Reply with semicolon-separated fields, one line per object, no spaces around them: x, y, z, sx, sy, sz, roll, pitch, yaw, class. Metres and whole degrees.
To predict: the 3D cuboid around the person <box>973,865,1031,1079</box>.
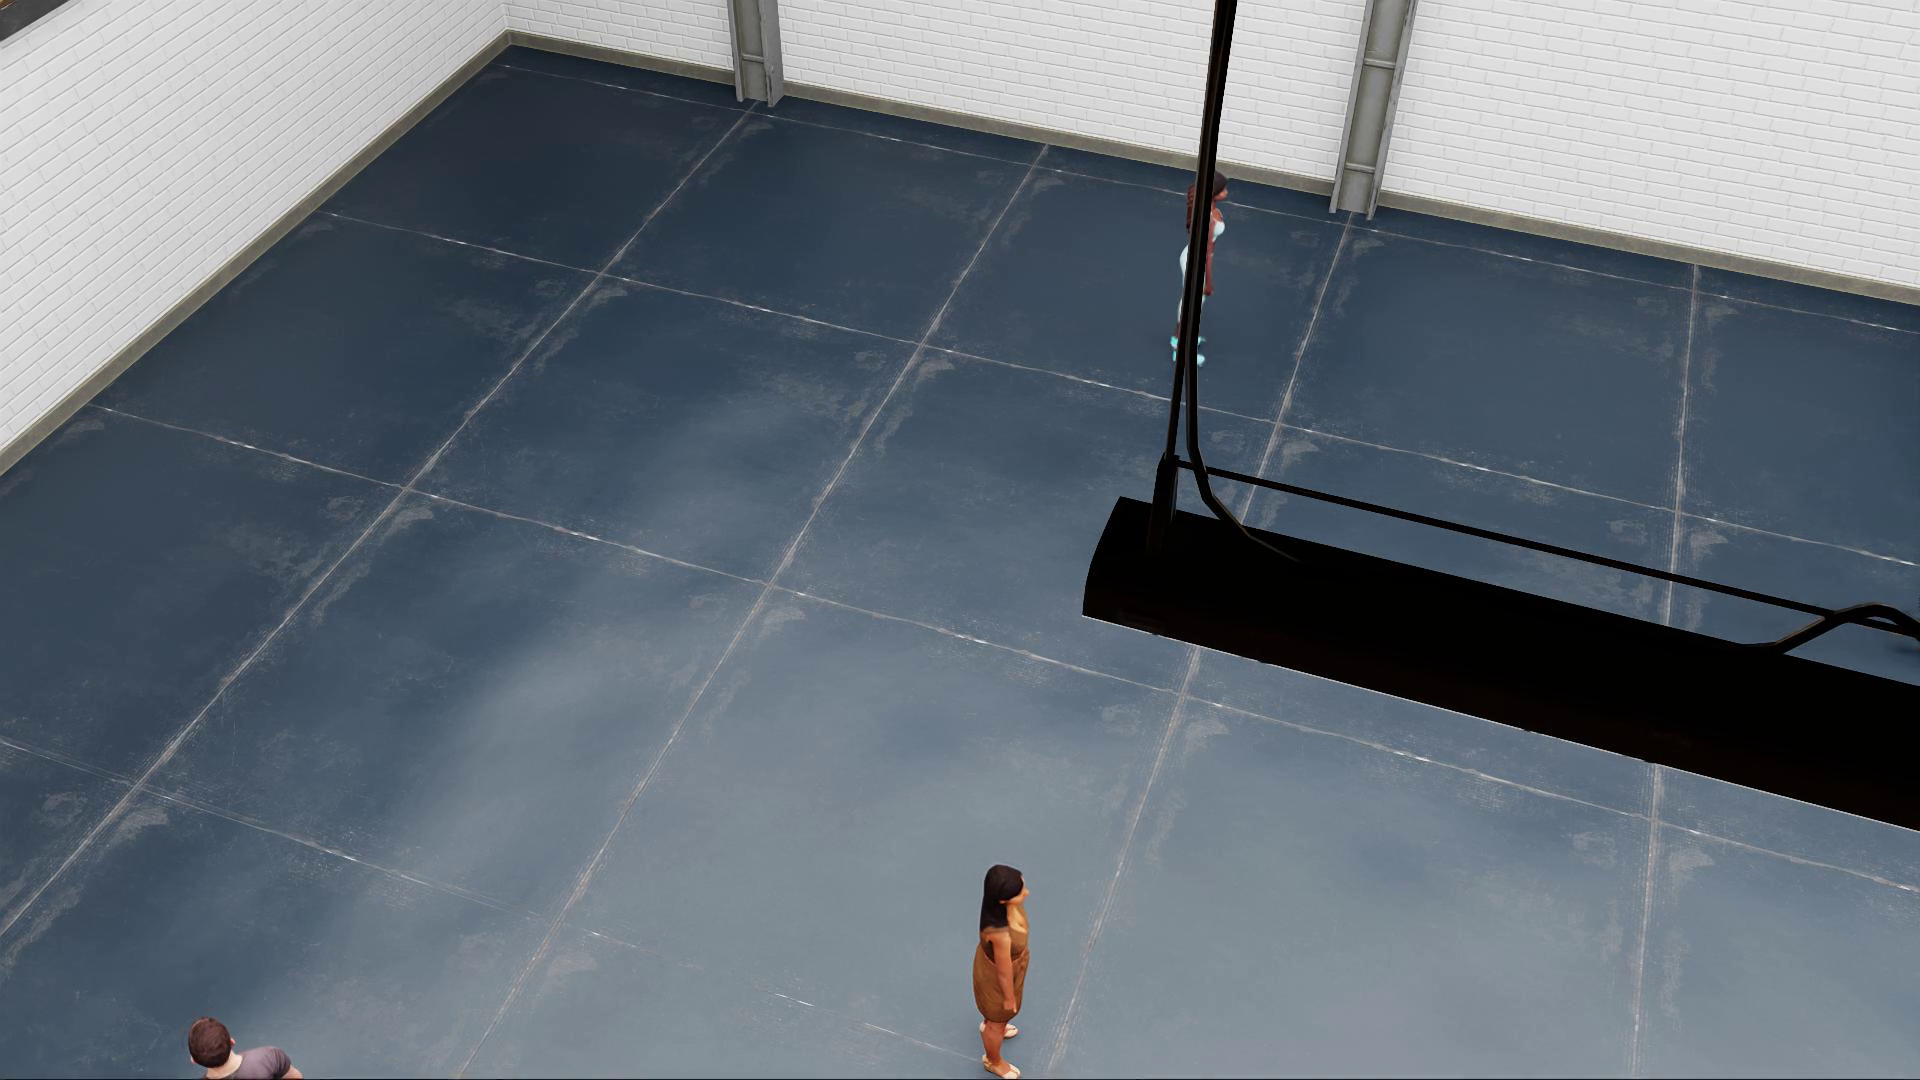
0.212;2.204;8.564;0.616;1.690;0.630;0;44;0;person

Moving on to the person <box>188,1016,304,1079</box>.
-3.269;2.796;7.824;0.731;1.853;0.715;-32;52;-29;person

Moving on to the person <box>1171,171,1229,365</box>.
1.867;-2.156;13.119;0.648;1.719;0.648;-4;44;-4;person
